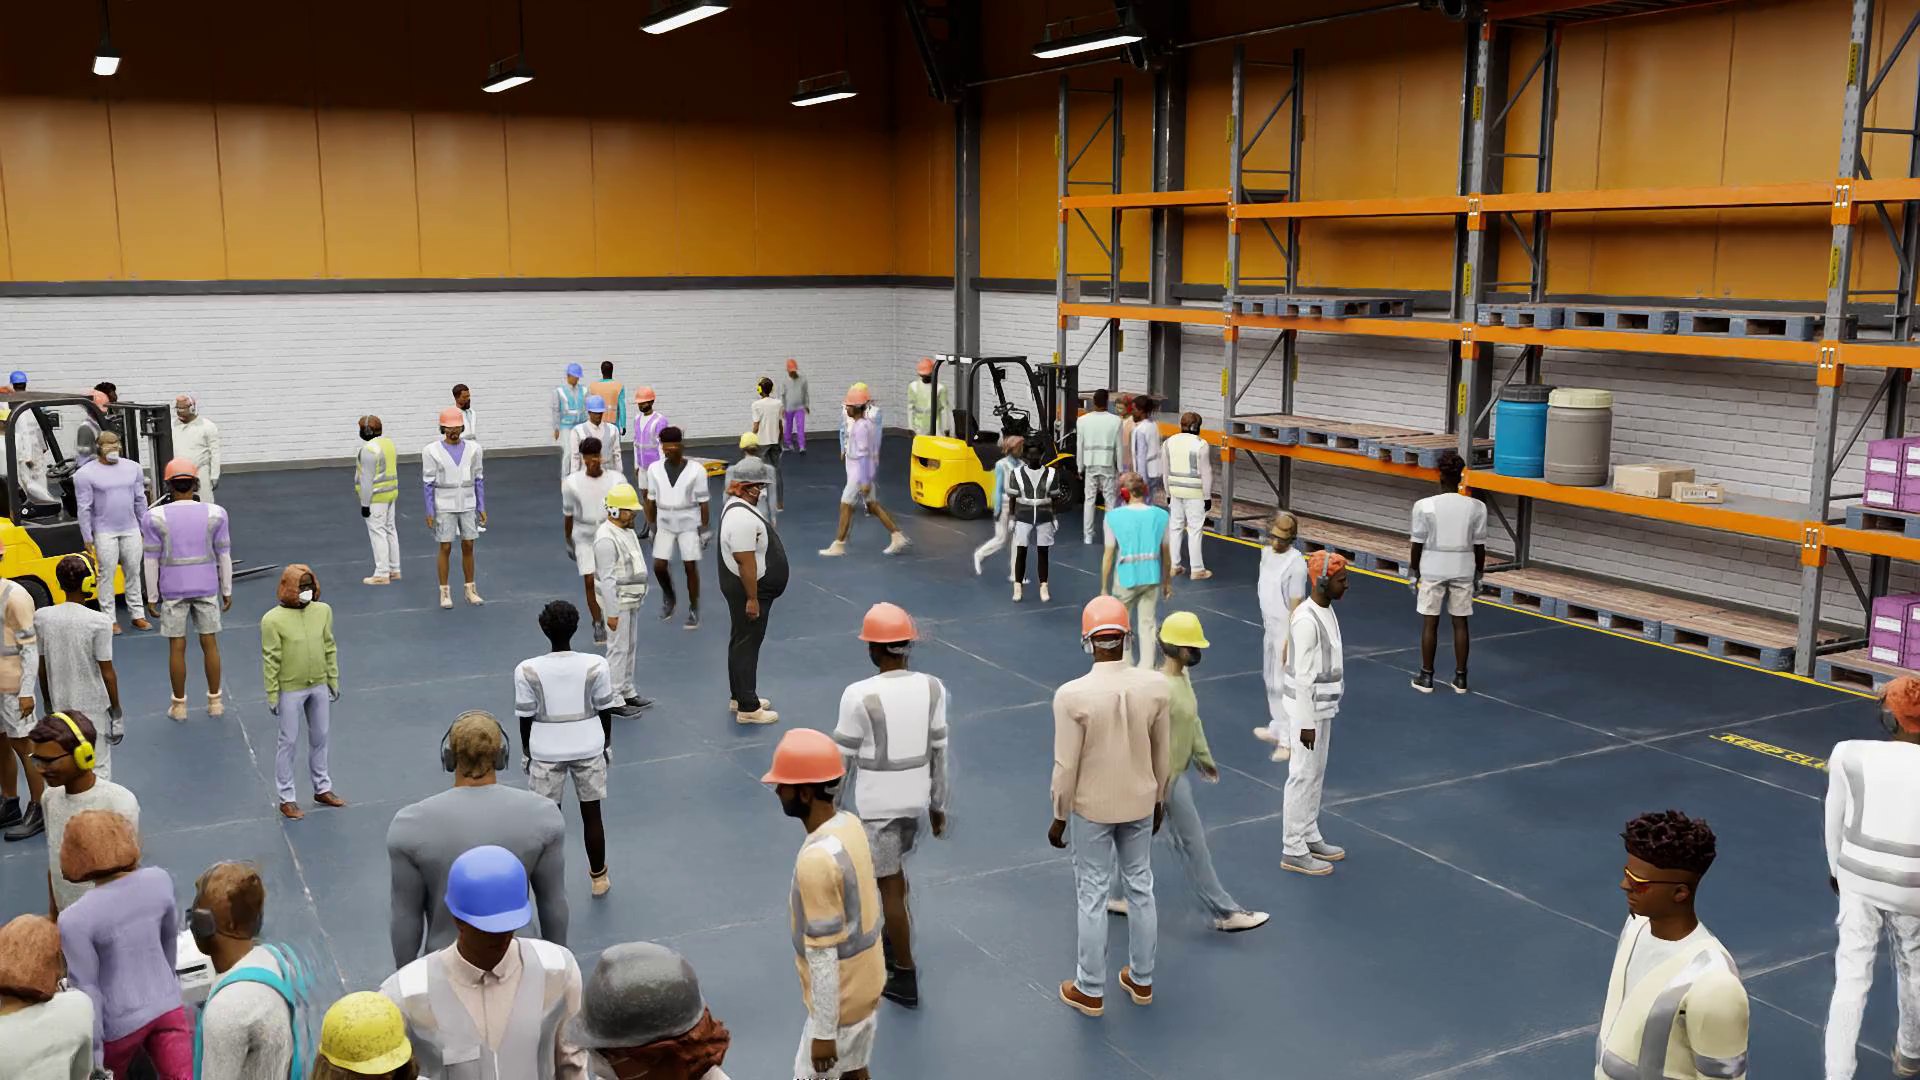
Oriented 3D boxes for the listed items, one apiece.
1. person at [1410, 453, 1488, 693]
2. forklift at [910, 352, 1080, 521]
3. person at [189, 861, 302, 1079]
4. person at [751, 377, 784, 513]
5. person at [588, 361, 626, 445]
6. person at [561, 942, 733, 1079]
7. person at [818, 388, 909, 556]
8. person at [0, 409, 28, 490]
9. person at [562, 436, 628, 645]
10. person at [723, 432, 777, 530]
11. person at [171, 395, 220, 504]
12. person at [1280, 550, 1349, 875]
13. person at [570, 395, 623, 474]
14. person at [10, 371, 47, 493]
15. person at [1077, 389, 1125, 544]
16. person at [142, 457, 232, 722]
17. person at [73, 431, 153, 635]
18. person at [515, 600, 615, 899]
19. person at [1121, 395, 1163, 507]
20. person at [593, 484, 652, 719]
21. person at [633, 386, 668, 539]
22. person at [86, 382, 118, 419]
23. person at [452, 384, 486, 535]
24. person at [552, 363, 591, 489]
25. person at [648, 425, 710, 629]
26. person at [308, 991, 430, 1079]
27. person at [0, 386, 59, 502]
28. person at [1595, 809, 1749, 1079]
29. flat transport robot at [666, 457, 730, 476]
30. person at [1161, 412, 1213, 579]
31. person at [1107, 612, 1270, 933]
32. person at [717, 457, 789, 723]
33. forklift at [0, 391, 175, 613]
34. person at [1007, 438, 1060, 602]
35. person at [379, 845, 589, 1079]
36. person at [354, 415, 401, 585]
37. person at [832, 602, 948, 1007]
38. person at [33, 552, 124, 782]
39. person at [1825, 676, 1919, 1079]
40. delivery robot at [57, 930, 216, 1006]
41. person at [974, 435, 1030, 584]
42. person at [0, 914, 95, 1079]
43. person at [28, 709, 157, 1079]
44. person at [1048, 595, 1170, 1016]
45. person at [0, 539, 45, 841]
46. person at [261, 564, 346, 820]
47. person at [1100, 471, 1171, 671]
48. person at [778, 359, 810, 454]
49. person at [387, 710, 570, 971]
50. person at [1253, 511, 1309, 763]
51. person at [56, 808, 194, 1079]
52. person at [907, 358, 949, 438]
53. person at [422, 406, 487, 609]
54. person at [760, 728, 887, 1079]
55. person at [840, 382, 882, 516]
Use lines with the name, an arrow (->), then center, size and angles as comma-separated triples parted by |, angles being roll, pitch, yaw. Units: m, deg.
person -> 3.964, 0.270, 13.543 | 0.606, 1.959, 0.367 | 1, 10, 5
forklift -> 0.460, -1.461, 22.833 | 2.313, 2.155, 1.214 | -5, 11, -28
person -> -2.165, 1.850, 4.960 | 0.881, 1.780, 0.502 | -4, 11, -24
person -> -2.659, -1.308, 22.888 | 0.514, 1.871, 0.327 | -8, 13, -38
person -> -5.416, -1.789, 25.551 | 0.587, 1.911, 0.392 | 1, 10, 7
person -> -0.726, 1.901, 3.918 | 0.536, 2.000, 0.675 | -8, 13, -38
person -> -1.115, -0.784, 19.536 | 1.046, 2.007, 0.620 | 1, 10, 5
person -> -11.359, -0.717, 19.821 | 0.365, 1.758, 0.526 | 4, 11, 21
person -> -3.354, -0.032, 15.375 | 0.628, 1.930, 0.786 | -3, 10, -17
person -> -2.189, -0.261, 17.311 | 0.532, 1.715, 0.940 | -4, 11, -24
person -> -9.075, -0.761, 19.640 | 0.645, 1.905, 0.400 | 1, 10, 5
person -> 2.059, 0.989, 9.644 | 0.360, 1.880, 0.575 | 4, 11, 24
person -> -4.202, -0.714, 19.274 | 0.610, 1.939, 0.417 | -6, 12, -32
person -> -12.997, -1.380, 23.119 | 0.418, 1.939, 0.601 | 8, 13, 39
person -> 1.735, -0.889, 20.402 | 0.620, 1.907, 0.418 | 2, 10, 13
person -> -5.902, 0.377, 12.744 | 0.611, 2.030, 0.410 | -6, 12, -33
person -> -7.929, -0.071, 15.609 | 0.382, 1.930, 0.636 | 8, 13, 38
person -> -2.163, 1.164, 9.148 | 0.535, 1.699, 0.318 | -3, 10, -17
person -> 2.095, -0.761, 19.641 | 0.596, 1.900, 0.609 | 5, 11, 25
person -> -2.604, 0.467, 12.820 | 0.403, 1.819, 0.601 | 1, 10, 4
person -> -3.862, -0.947, 20.644 | 0.544, 1.930, 0.389 | 7, 12, 36
person -> -10.640, -1.003, 20.850 | 0.364, 1.966, 0.609 | 1, 10, 6
person -> -6.312, -1.023, 21.105 | 0.392, 1.919, 0.592 | 3, 10, 15
person -> -5.756, -1.684, 24.886 | 0.628, 1.920, 0.515 | -8, 13, -38
person -> -2.680, -0.121, 15.848 | 0.624, 1.944, 0.396 | 1, 10, 8
person -> -1.504, 1.984, 4.320 | 0.322, 1.736, 0.485 | 7, 12, 34
person -> -12.468, -1.143, 22.042 | 0.620, 1.845, 0.850 | 3, 10, 16
person -> 2.079, 1.754, 4.976 | 0.361, 1.964, 0.613 | 0, 10, -1
flat transport robot -> -4.413, -1.199, 26.857 | 1.431, 0.197, 0.652 | 7, 12, 36
person -> 2.519, -0.490, 18.279 | 0.621, 1.837, 0.429 | 9, 13, 43
person -> 1.180, 1.220, 8.760 | 0.931, 1.713, 0.528 | 3, 10, 16
person -> -1.579, 0.366, 12.758 | 0.537, 2.000, 0.688 | -2, 10, -14
forklift -> -9.026, -0.363, 16.508 | 1.214, 2.155, 2.313 | 6, 11, 29
person -> 0.754, -0.203, 17.013 | 0.540, 1.697, 0.317 | 0, 10, -1
person -> -1.353, 1.801, 4.800 | 0.609, 1.939, 0.417 | -5, 11, -29
person -> -6.306, -0.435, 17.979 | 0.430, 1.836, 0.628 | 1, 10, 6
person -> -0.391, 1.245, 8.088 | 0.563, 1.908, 0.819 | -7, 12, -36
person -> -5.093, 0.998, 9.654 | 0.510, 1.861, 0.324 | 1, 10, 8
person -> 3.912, 1.476, 6.997 | 0.559, 1.840, 0.971 | 7, 12, 34
delivery robot -> -3.692, 1.964, 7.563 | 0.707, 0.478, 0.477 | -8, 12, -37
person -> 0.483, -0.345, 18.055 | 0.638, 1.611, 0.528 | 9, 13, 41
person -> -2.849, 1.930, 5.035 | 0.350, 1.606, 0.526 | 3, 10, 19
person -> -3.353, 1.557, 6.443 | 0.533, 1.855, 0.346 | 5, 11, 25
person -> 0.698, 1.246, 7.841 | 0.609, 1.988, 0.392 | -4, 11, -21
person -> -5.864, 0.875, 10.128 | 0.551, 1.932, 0.377 | 5, 11, 26
person -> -4.184, 0.951, 10.585 | 0.271, 1.627, 0.502 | 7, 12, 34
person -> 1.413, 0.357, 13.416 | 0.637, 1.828, 0.503 | -3, 10, -16
person -> -2.948, -2.382, 29.607 | 0.619, 1.685, 0.902 | -4, 11, -21
person -> -1.758, 1.575, 6.140 | 0.636, 1.928, 0.380 | -4, 11, -23
person -> 2.253, 0.655, 11.788 | 0.417, 1.802, 0.700 | -3, 10, -16
person -> -3.008, 1.757, 6.069 | 0.837, 1.595, 0.504 | 5, 11, 26
person -> -0.499, -1.725, 24.895 | 0.630, 2.013, 0.515 | 3, 10, 17
person -> -5.073, -0.330, 16.754 | 0.615, 2.043, 0.373 | -7, 12, -34
person -> -0.460, 1.617, 5.966 | 0.518, 1.909, 0.575 | 1, 10, 7
person -> -1.354, -1.227, 22.547 | 0.586, 1.827, 0.404 | 2, 10, 12
